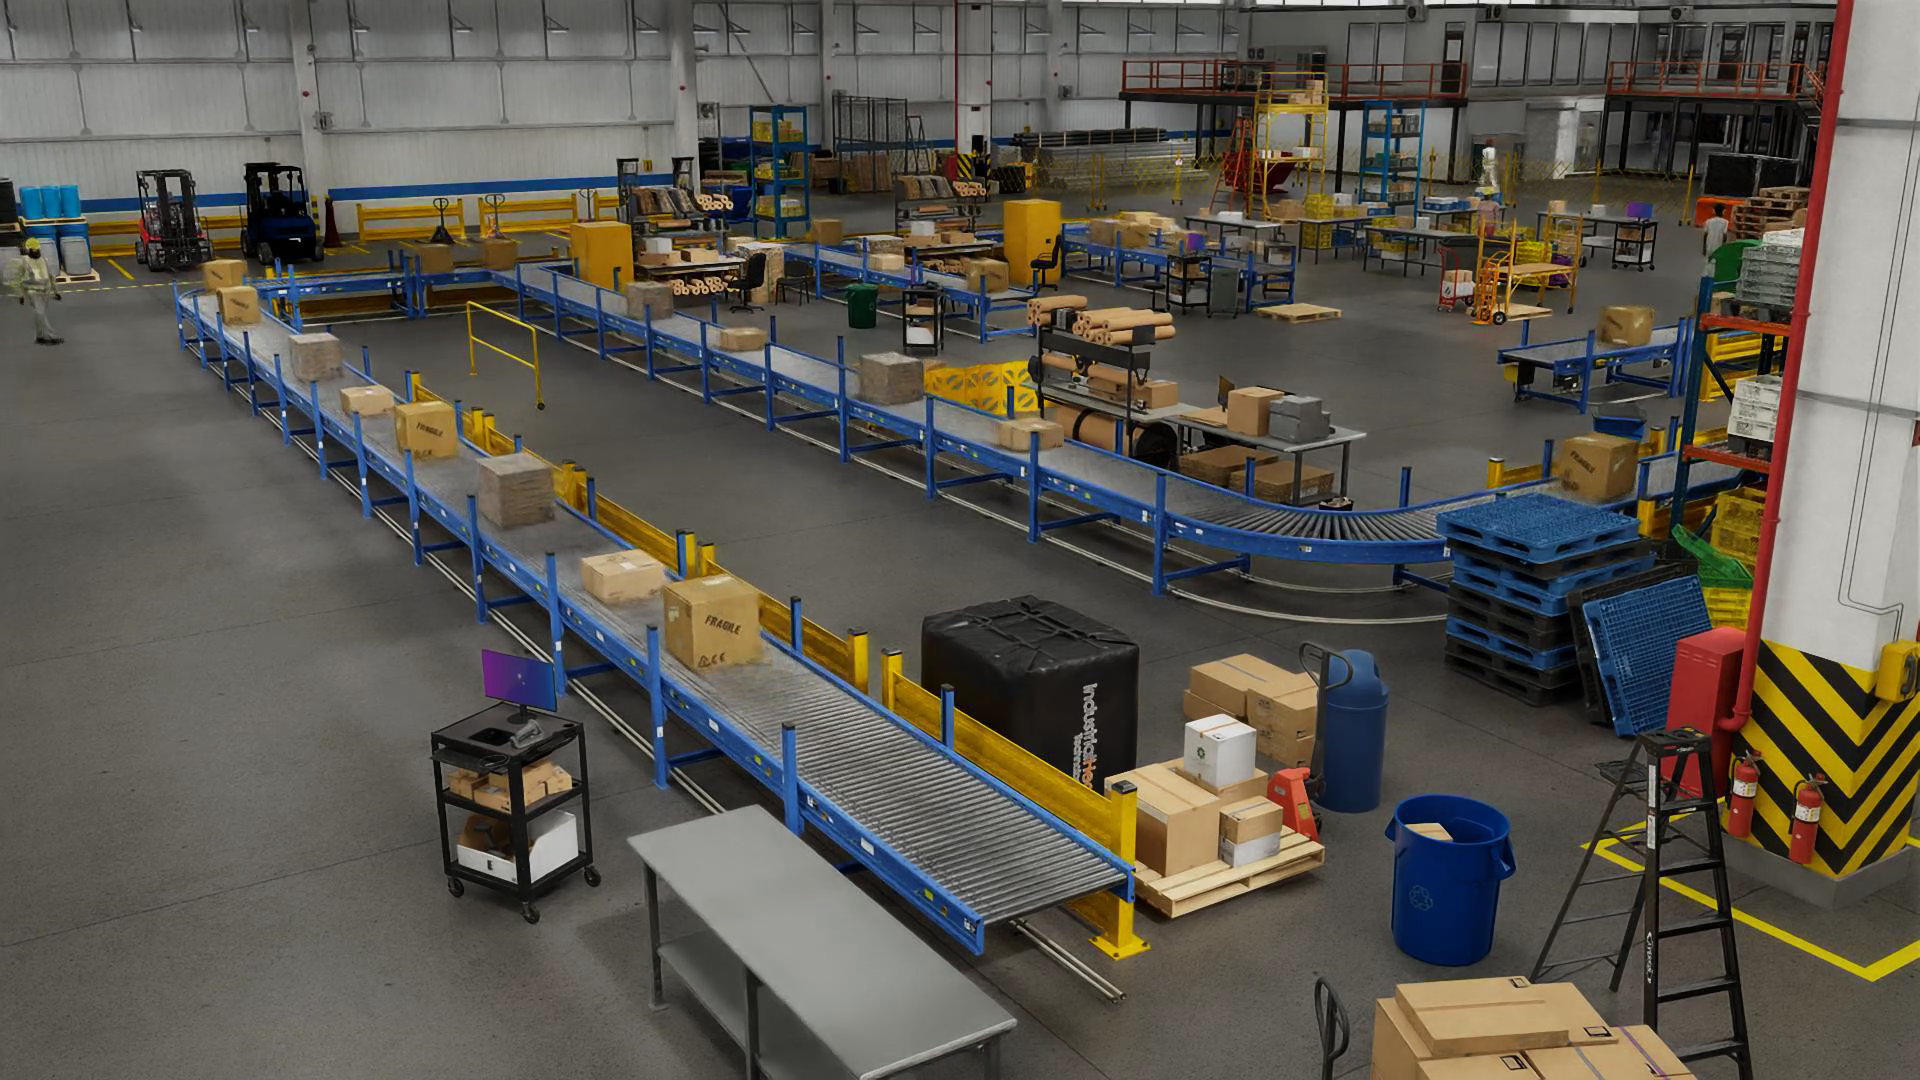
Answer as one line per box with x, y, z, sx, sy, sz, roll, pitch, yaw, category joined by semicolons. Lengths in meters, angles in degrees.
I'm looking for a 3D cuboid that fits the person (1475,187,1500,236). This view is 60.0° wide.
11.997;-7.149;37.906;0.526;1.768;0.331;14;22;39;person

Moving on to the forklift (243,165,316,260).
-15.898;-7.669;38.708;1.157;1.987;2.680;-11;20;-33;forklift

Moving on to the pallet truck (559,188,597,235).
-10.010;-8.652;43.699;0.653;1.274;1.630;-10;20;-31;pallet truck

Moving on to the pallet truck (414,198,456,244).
-13.250;-8.060;41.856;0.680;1.201;1.601;-10;20;-31;pallet truck

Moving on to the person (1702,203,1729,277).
15.212;-5.837;33.423;0.730;1.835;0.564;-13;21;-37;person

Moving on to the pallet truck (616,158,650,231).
-8.918;-9.176;44.255;0.823;1.965;1.885;-9;19;-27;pallet truck

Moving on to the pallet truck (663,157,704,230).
-7.586;-9.308;44.692;0.823;1.965;1.885;-11;20;-33;pallet truck

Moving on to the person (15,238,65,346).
-15.337;-4.142;27.840;0.873;1.792;0.626;7;18;21;person

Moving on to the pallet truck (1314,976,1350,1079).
2.299;2.390;7.086;1.601;1.201;0.680;-2;17;-7;pallet truck

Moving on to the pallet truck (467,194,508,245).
-11.983;-8.177;42.137;0.704;1.261;1.522;-11;20;-33;pallet truck

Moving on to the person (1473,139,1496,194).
17.522;-12.366;55.160;0.590;1.839;1.002;-7;18;-22;person

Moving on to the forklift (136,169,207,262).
-17.842;-7.318;37.559;1.157;1.987;2.680;-10;20;-31;forklift

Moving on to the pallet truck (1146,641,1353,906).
1.664;1.407;10.232;1.630;1.274;0.653;-10;20;-31;pallet truck
